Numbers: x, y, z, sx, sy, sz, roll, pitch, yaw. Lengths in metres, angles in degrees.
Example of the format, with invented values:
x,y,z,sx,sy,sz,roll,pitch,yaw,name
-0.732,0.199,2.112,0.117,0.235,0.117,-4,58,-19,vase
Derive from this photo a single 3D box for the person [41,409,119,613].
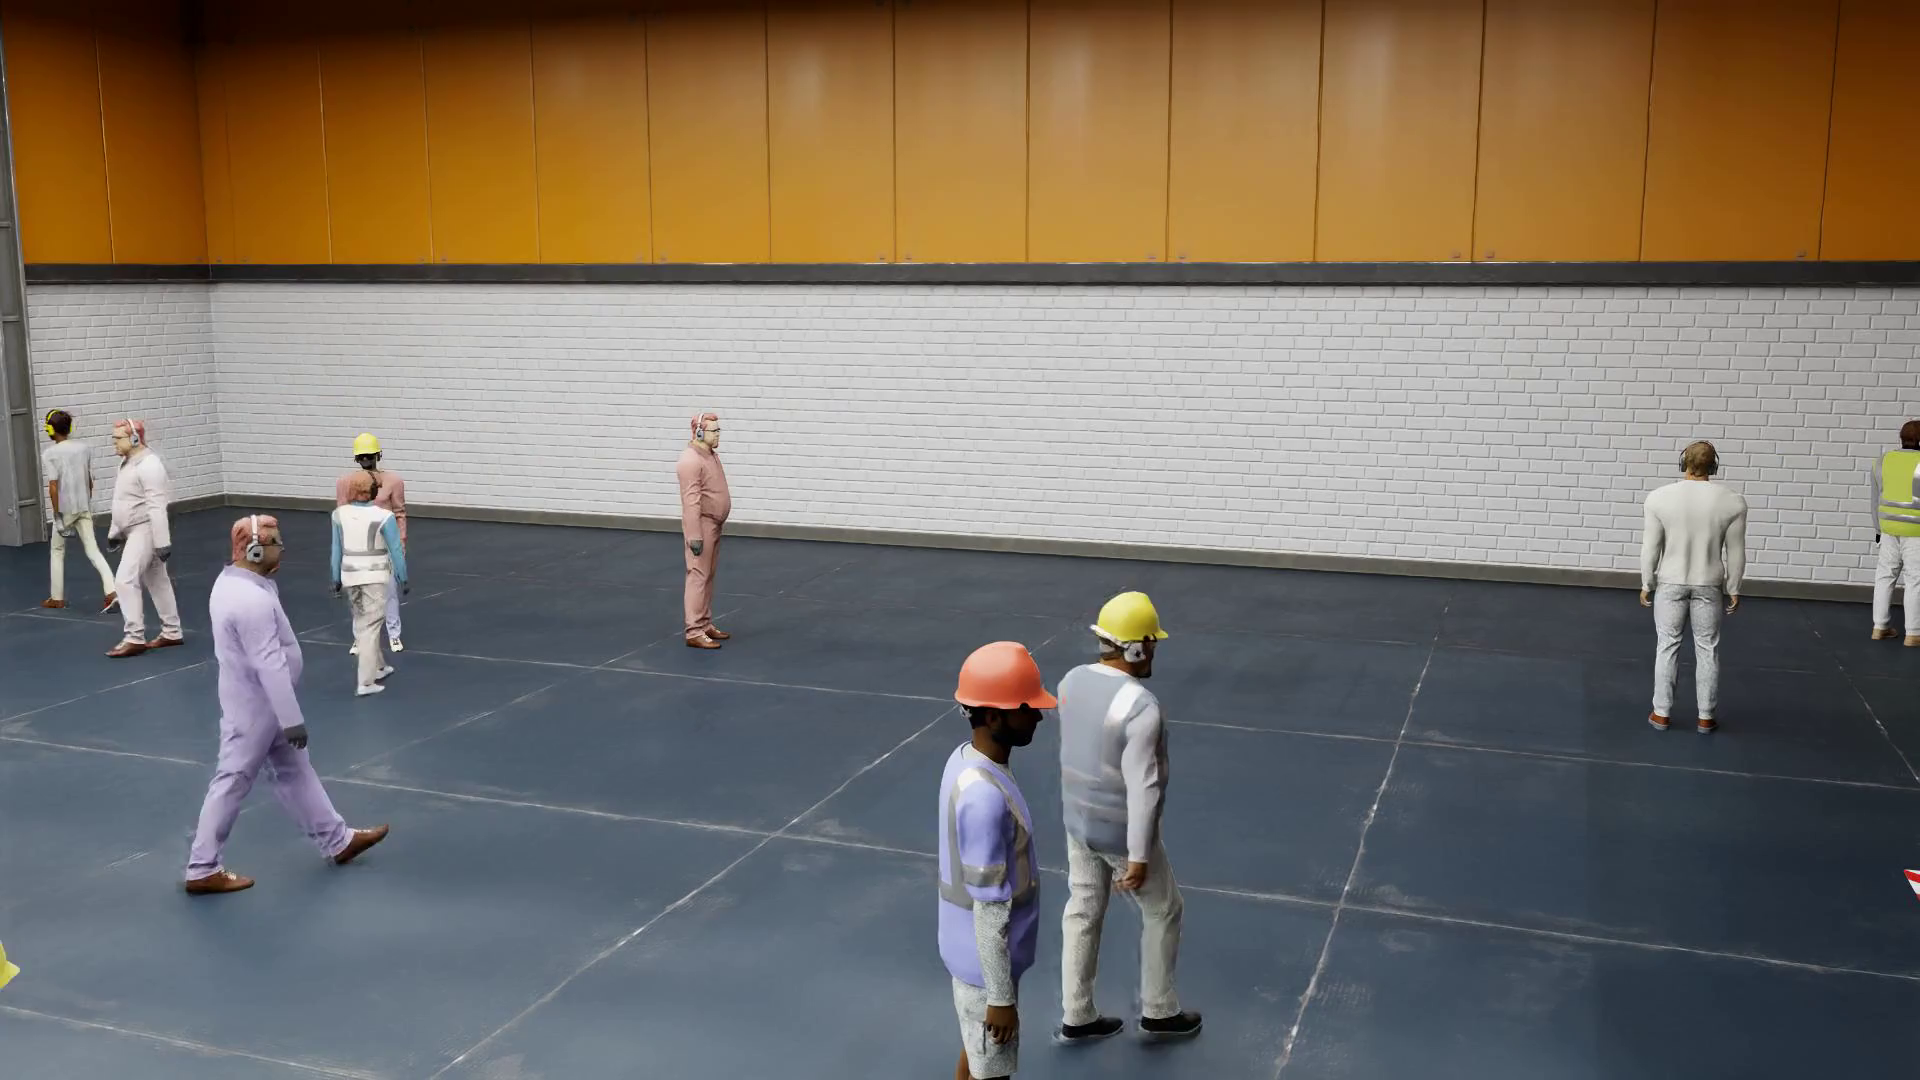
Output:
x,y,z,sx,sy,sz,roll,pitch,yaw,name
-7.883,-0.255,14.829,0.953,1.832,0.515,5,10,28,person

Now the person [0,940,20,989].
x,y,z,sx,sy,sz,roll,pitch,yaw,name
-1.837,1.608,3.008,0.605,1.909,0.680,1,9,9,person

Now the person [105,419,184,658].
x,y,z,sx,sy,sz,roll,pitch,yaw,name
-6.586,-0.019,13.197,0.760,1.881,0.646,-6,11,-35,person

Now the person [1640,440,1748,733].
x,y,z,sx,sy,sz,roll,pitch,yaw,name
4.822,0.307,10.978,0.635,1.937,0.353,3,10,20,person

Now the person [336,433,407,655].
x,y,z,sx,sy,sz,roll,pitch,yaw,name
-4.677,0.029,13.241,0.530,1.768,0.312,-2,9,-15,person

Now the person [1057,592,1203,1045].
x,y,z,sx,sy,sz,roll,pitch,yaw,name
0.683,1.091,6.534,0.679,1.810,0.596,-6,11,-33,person

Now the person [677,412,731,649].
x,y,z,sx,sy,sz,roll,pitch,yaw,name
-2.057,-0.084,13.509,0.402,1.906,0.652,1,9,5,person

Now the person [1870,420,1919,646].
x,y,z,sx,sy,sz,roll,pitch,yaw,name
7.743,-0.062,13.571,0.429,1.844,0.627,-4,10,-26,person

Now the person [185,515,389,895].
x,y,z,sx,sy,sz,roll,pitch,yaw,name
-3.379,0.797,8.196,1.002,1.850,0.674,-5,10,-27,person

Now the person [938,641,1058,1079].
x,y,z,sx,sy,sz,roll,pitch,yaw,name
0.114,1.258,5.083,0.356,1.936,0.551,-1,9,-4,person

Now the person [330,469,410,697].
x,y,z,sx,sy,sz,roll,pitch,yaw,name
-4.239,0.292,12.088,0.544,1.609,0.743,3,9,15,person
